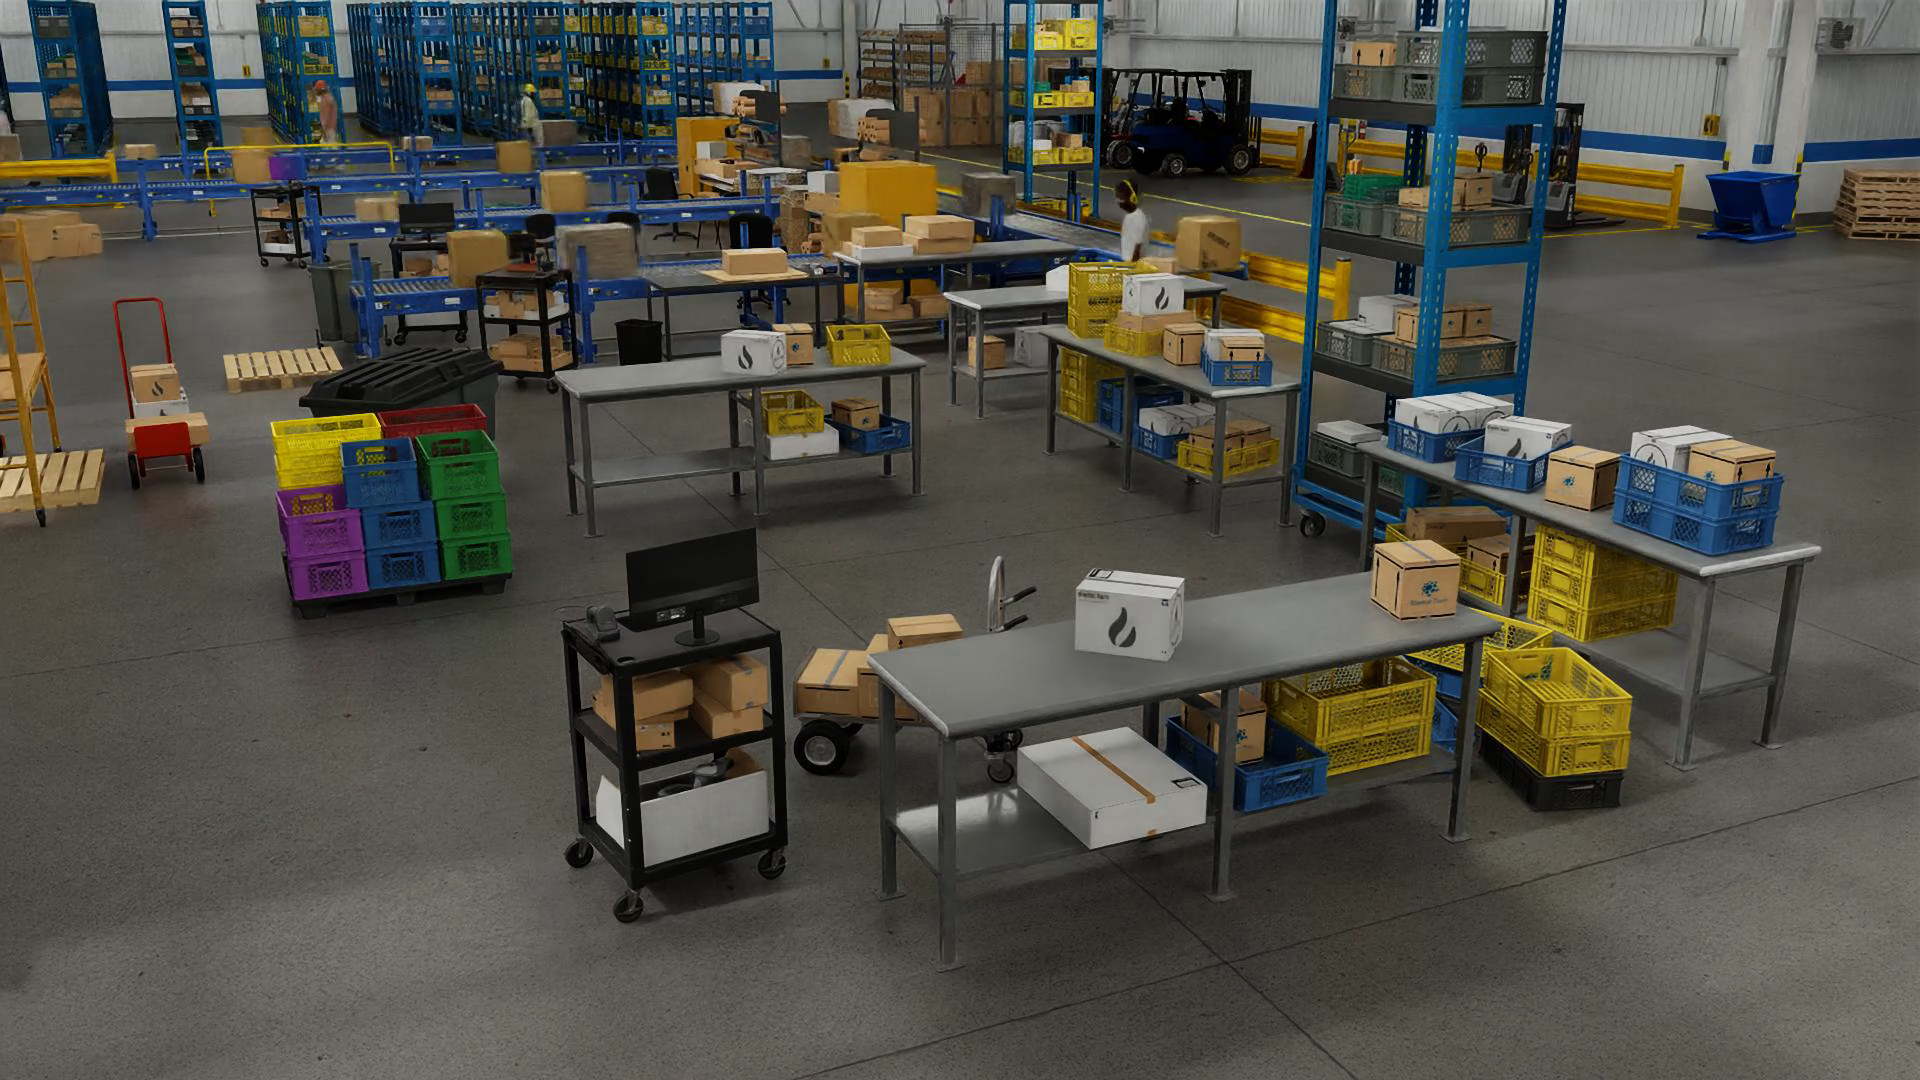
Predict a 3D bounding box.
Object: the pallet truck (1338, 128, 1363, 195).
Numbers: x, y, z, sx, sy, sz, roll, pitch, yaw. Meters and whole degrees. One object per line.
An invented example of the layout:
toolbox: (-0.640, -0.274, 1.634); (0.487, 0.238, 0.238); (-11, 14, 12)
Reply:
pallet truck: (7.845, -7.140, 31.411); (1.522, 1.261, 0.704); (-9, 20, -25)

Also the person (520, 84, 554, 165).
person: (-9.645, -9.447, 37.835); (0.806, 1.800, 0.626); (-7, 19, -22)

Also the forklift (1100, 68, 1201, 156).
forklift: (4.082, -9.564, 37.410); (2.680, 1.987, 1.157); (-8, 19, -23)

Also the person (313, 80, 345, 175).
person: (-13.578, -8.805, 35.537); (0.692, 1.968, 0.647); (-5, 18, -14)

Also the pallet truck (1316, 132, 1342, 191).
pallet truck: (7.723, -7.504, 32.656); (1.601, 1.201, 0.680); (-8, 19, -23)

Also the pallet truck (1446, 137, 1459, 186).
pallet truck: (9.184, -6.485, 29.328); (1.630, 1.274, 0.653); (-8, 19, -23)

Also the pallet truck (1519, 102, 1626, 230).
pallet truck: (9.972, -6.037, 26.785); (1.885, 1.965, 0.823); (-9, 20, -25)

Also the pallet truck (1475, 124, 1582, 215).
pallet truck: (9.707, -6.455, 28.103); (1.885, 1.965, 0.823); (-7, 19, -20)

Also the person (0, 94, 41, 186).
person: (-18.742, -7.800, 32.584); (1.012, 1.845, 0.645); (-1, 18, -4)

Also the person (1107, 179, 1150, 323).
person: (1.594, -2.585, 16.194); (0.864, 1.818, 0.557); (-5, 18, -15)

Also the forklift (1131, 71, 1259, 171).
forklift: (4.998, -8.936, 35.413); (2.680, 1.987, 1.157); (-9, 20, -25)
